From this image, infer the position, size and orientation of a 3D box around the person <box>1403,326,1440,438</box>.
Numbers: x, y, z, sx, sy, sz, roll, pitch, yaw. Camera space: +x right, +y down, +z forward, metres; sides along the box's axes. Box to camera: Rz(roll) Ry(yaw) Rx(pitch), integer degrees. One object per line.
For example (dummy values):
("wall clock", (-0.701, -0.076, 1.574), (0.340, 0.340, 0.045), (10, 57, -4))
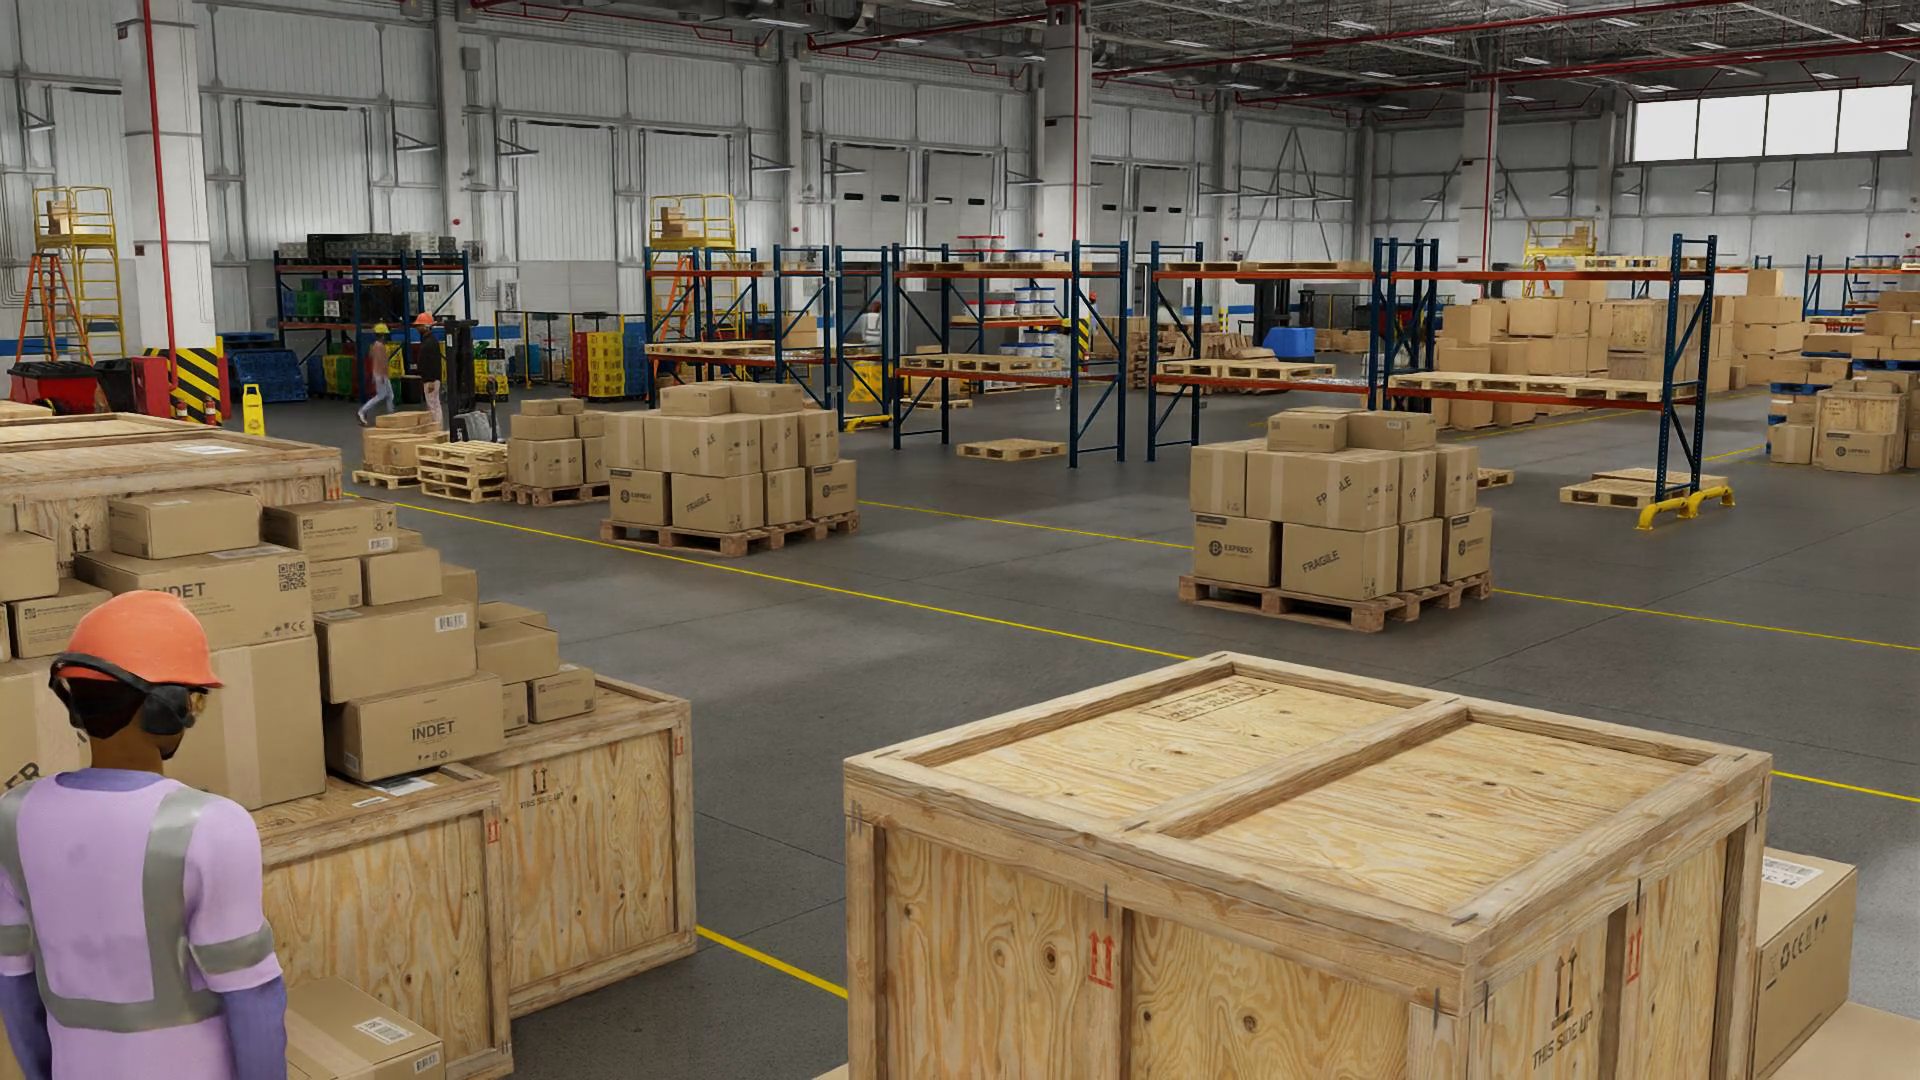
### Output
("person", (6.976, -2.321, 25.111), (0.983, 1.789, 0.533), (-5, 11, -29))

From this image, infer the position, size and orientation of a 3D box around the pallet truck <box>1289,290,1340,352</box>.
("pallet truck", (11.297, -6.951, 52.861), (1.885, 1.965, 0.823), (-5, 11, -29))

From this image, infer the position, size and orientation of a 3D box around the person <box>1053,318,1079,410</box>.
("person", (2.002, -3.309, 31.338), (0.484, 1.737, 0.322), (0, 9, 2))

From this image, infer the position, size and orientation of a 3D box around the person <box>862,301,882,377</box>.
("person", (-2.063, -4.940, 40.949), (0.616, 1.860, 0.676), (5, 11, 29))

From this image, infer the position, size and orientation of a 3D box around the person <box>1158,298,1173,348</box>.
("person", (5.292, -5.407, 43.596), (0.624, 1.927, 0.472), (-3, 10, -17))

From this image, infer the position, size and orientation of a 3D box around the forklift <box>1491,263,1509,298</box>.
("forklift", (14.963, -6.335, 46.388), (1.873, 2.768, 1.129), (3, 10, 17))

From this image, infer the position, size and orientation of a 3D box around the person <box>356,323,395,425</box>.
("person", (-9.868, -2.810, 28.258), (0.750, 1.746, 0.540), (-3, 10, -16))

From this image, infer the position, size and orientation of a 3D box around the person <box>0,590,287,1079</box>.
("person", (-1.592, 1.109, 3.335), (0.605, 2.034, 0.387), (2, 10, 13))

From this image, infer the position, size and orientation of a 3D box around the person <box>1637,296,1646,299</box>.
("person", (19.492, -6.051, 47.682), (0.719, 1.897, 0.372), (-6, 11, -35))

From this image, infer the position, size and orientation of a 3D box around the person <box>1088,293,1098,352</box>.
("person", (4.075, -6.679, 51.423), (0.545, 1.927, 0.391), (-7, 11, -36))

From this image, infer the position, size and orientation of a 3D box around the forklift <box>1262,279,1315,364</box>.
("forklift", (8.555, -6.090, 44.881), (1.873, 2.768, 1.129), (9, 13, 43))

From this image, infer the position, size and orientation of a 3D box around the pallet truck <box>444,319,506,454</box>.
("pallet truck", (-6.981, -1.942, 22.150), (1.885, 1.965, 0.823), (1, 9, 9))

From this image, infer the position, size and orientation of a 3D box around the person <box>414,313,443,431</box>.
("person", (-8.037, -2.437, 25.189), (0.379, 1.996, 0.611), (-5, 10, -26))

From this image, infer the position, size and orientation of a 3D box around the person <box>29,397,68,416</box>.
("person", (-5.925, -0.053, 11.127), (0.935, 1.824, 0.520), (-4, 10, -25))
